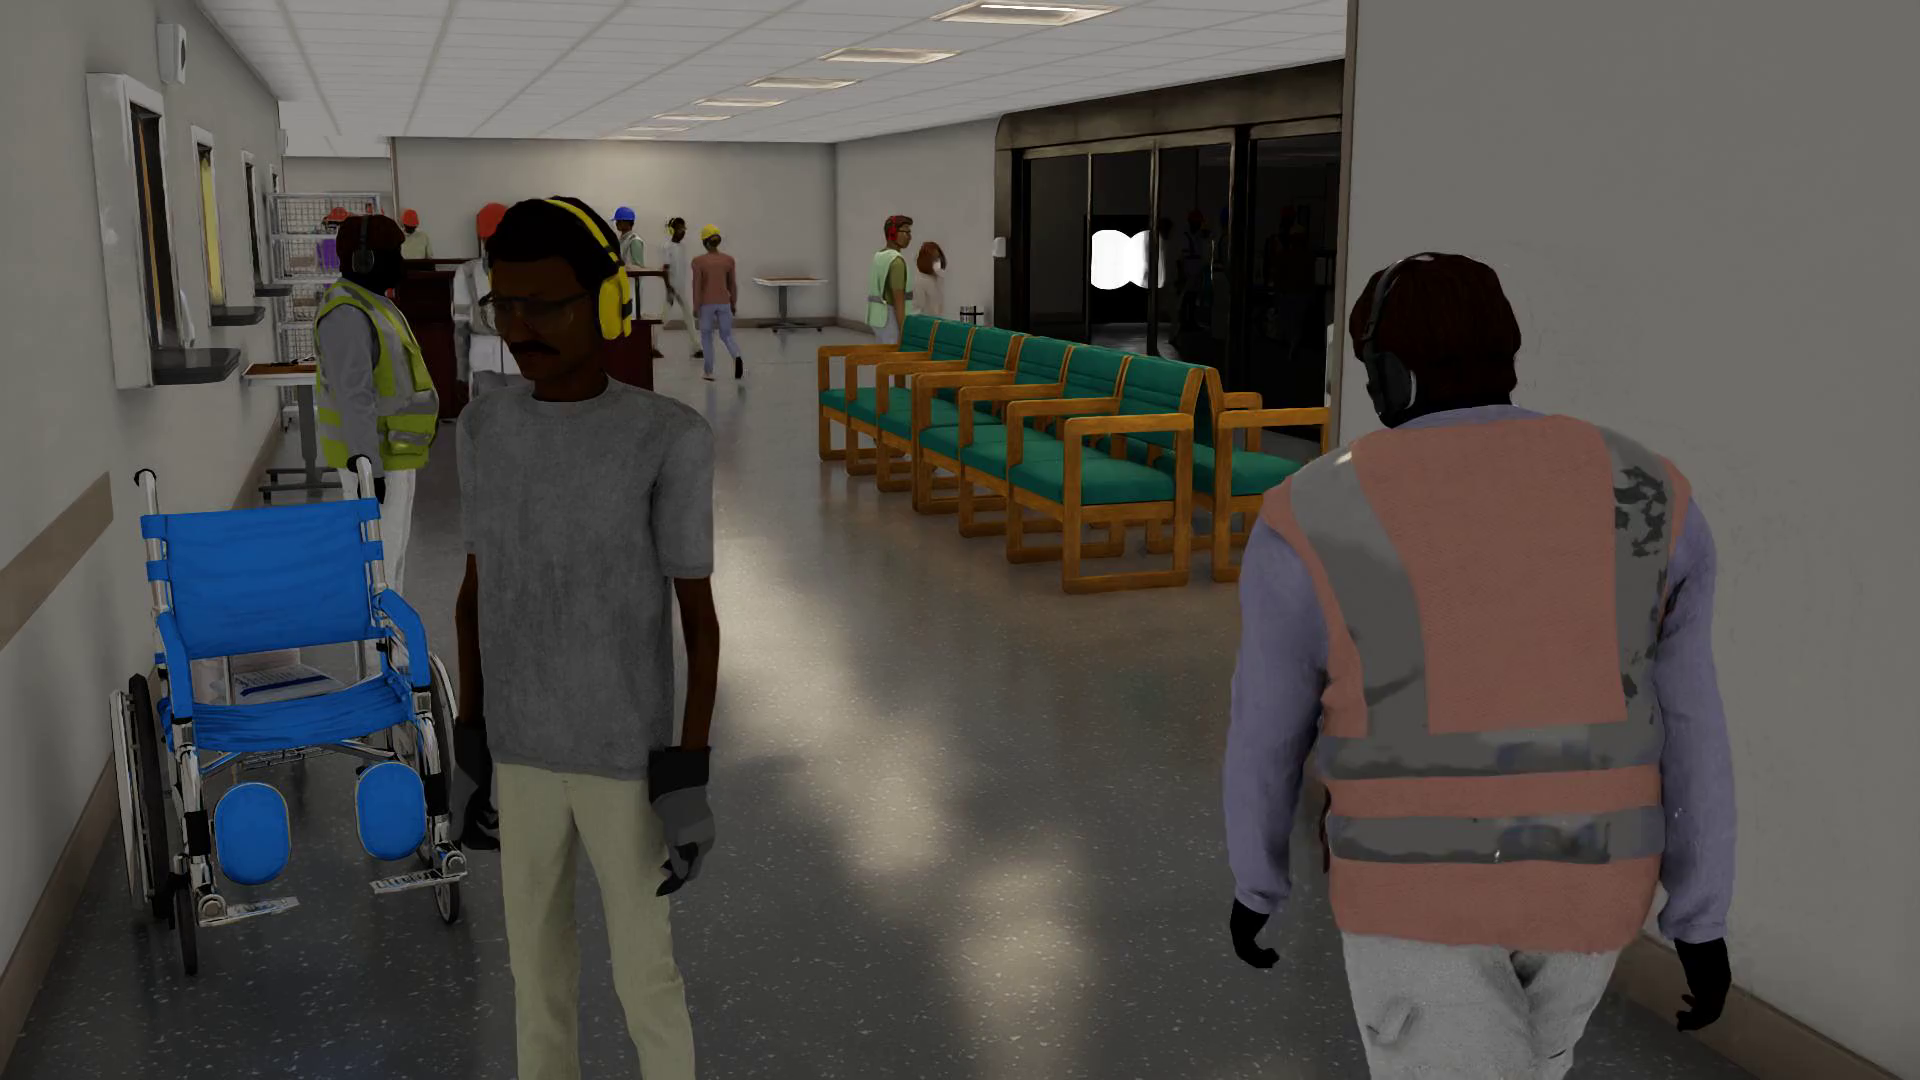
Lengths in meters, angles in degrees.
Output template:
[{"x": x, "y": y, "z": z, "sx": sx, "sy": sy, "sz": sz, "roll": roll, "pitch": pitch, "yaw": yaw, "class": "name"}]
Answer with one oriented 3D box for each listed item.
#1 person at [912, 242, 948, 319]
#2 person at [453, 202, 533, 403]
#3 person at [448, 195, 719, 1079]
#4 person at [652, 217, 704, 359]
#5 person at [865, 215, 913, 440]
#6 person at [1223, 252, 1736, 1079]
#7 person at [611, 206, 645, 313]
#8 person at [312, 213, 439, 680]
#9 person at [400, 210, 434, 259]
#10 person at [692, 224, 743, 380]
[{"x": -0.242, "y": -1.723, "z": 14.222, "sx": 0.321, "sy": 1.611, "sz": 0.552, "roll": 5, "pitch": 12, "yaw": 24, "class": "person"}, {"x": -2.728, "y": -1.049, "z": 9.957, "sx": 0.551, "sy": 1.939, "sz": 0.451, "roll": -2, "pitch": 11, "yaw": -13, "class": "person"}, {"x": -0.641, "y": 0.378, "z": 2.766, "sx": 0.508, "sy": 1.865, "sz": 0.329, "roll": 4, "pitch": 12, "yaw": 19, "class": "person"}, {"x": -3.688, "y": -3.243, "z": 21.475, "sx": 0.990, "sy": 1.823, "sz": 0.553, "roll": 6, "pitch": 12, "yaw": 27, "class": "person"}, {"x": -0.565, "y": -1.703, "z": 13.505, "sx": 0.387, "sy": 1.838, "sz": 0.565, "roll": -4, "pitch": 12, "yaw": -18, "class": "person"}, {"x": 0.704, "y": 0.496, "z": 2.391, "sx": 0.638, "sy": 1.774, "sz": 0.929, "roll": -1, "pitch": 11, "yaw": -4, "class": "person"}, {"x": -4.123, "y": -3.165, "z": 20.716, "sx": 0.389, "sy": 1.949, "sz": 0.604, "roll": -7, "pitch": 13, "yaw": -30, "class": "person"}, {"x": -2.191, "y": -0.303, "z": 6.314, "sx": 0.429, "sy": 1.841, "sz": 0.633, "roll": -2, "pitch": 11, "yaw": -10, "class": "person"}, {"x": -7.891, "y": -3.781, "z": 23.974, "sx": 0.710, "sy": 1.901, "sz": 0.992, "roll": -5, "pitch": 12, "yaw": -23, "class": "person"}, {"x": -2.697, "y": -2.622, "z": 18.472, "sx": 0.531, "sy": 1.745, "sz": 0.684, "roll": -7, "pitch": 13, "yaw": -30, "class": "person"}]
